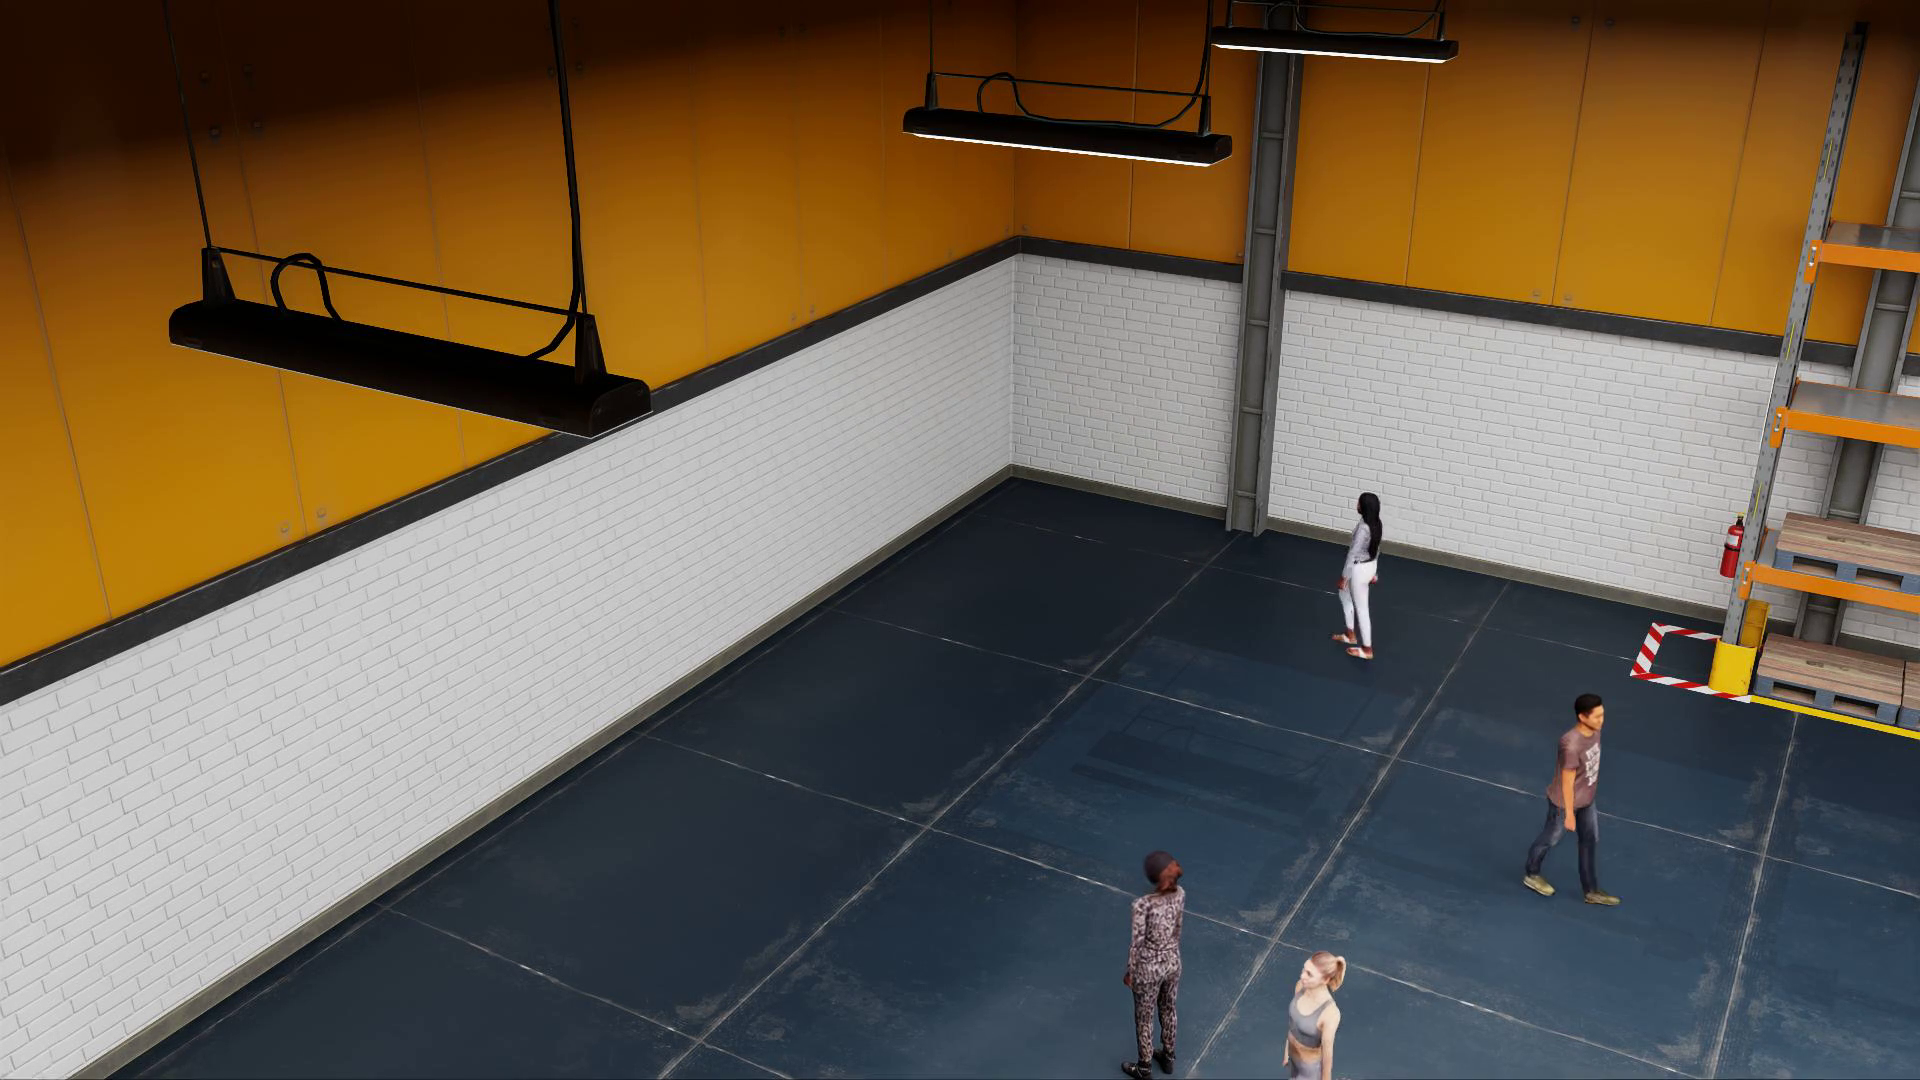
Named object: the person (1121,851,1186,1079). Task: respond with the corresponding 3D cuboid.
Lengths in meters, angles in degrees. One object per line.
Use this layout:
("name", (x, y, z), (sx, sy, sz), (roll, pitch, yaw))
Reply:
("person", (1.255, 2.733, 10.659), (0.662, 1.718, 0.683), (-14, 27, -30))

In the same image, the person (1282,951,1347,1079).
("person", (2.125, 3.123, 9.814), (1.060, 1.680, 1.012), (-7, 25, -15))

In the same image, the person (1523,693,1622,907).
("person", (4.507, 1.907, 12.509), (0.831, 1.749, 1.034), (-20, 30, -38))

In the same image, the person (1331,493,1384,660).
("person", (3.964, 0.367, 16.081), (0.691, 1.709, 0.591), (13, 27, 27))
